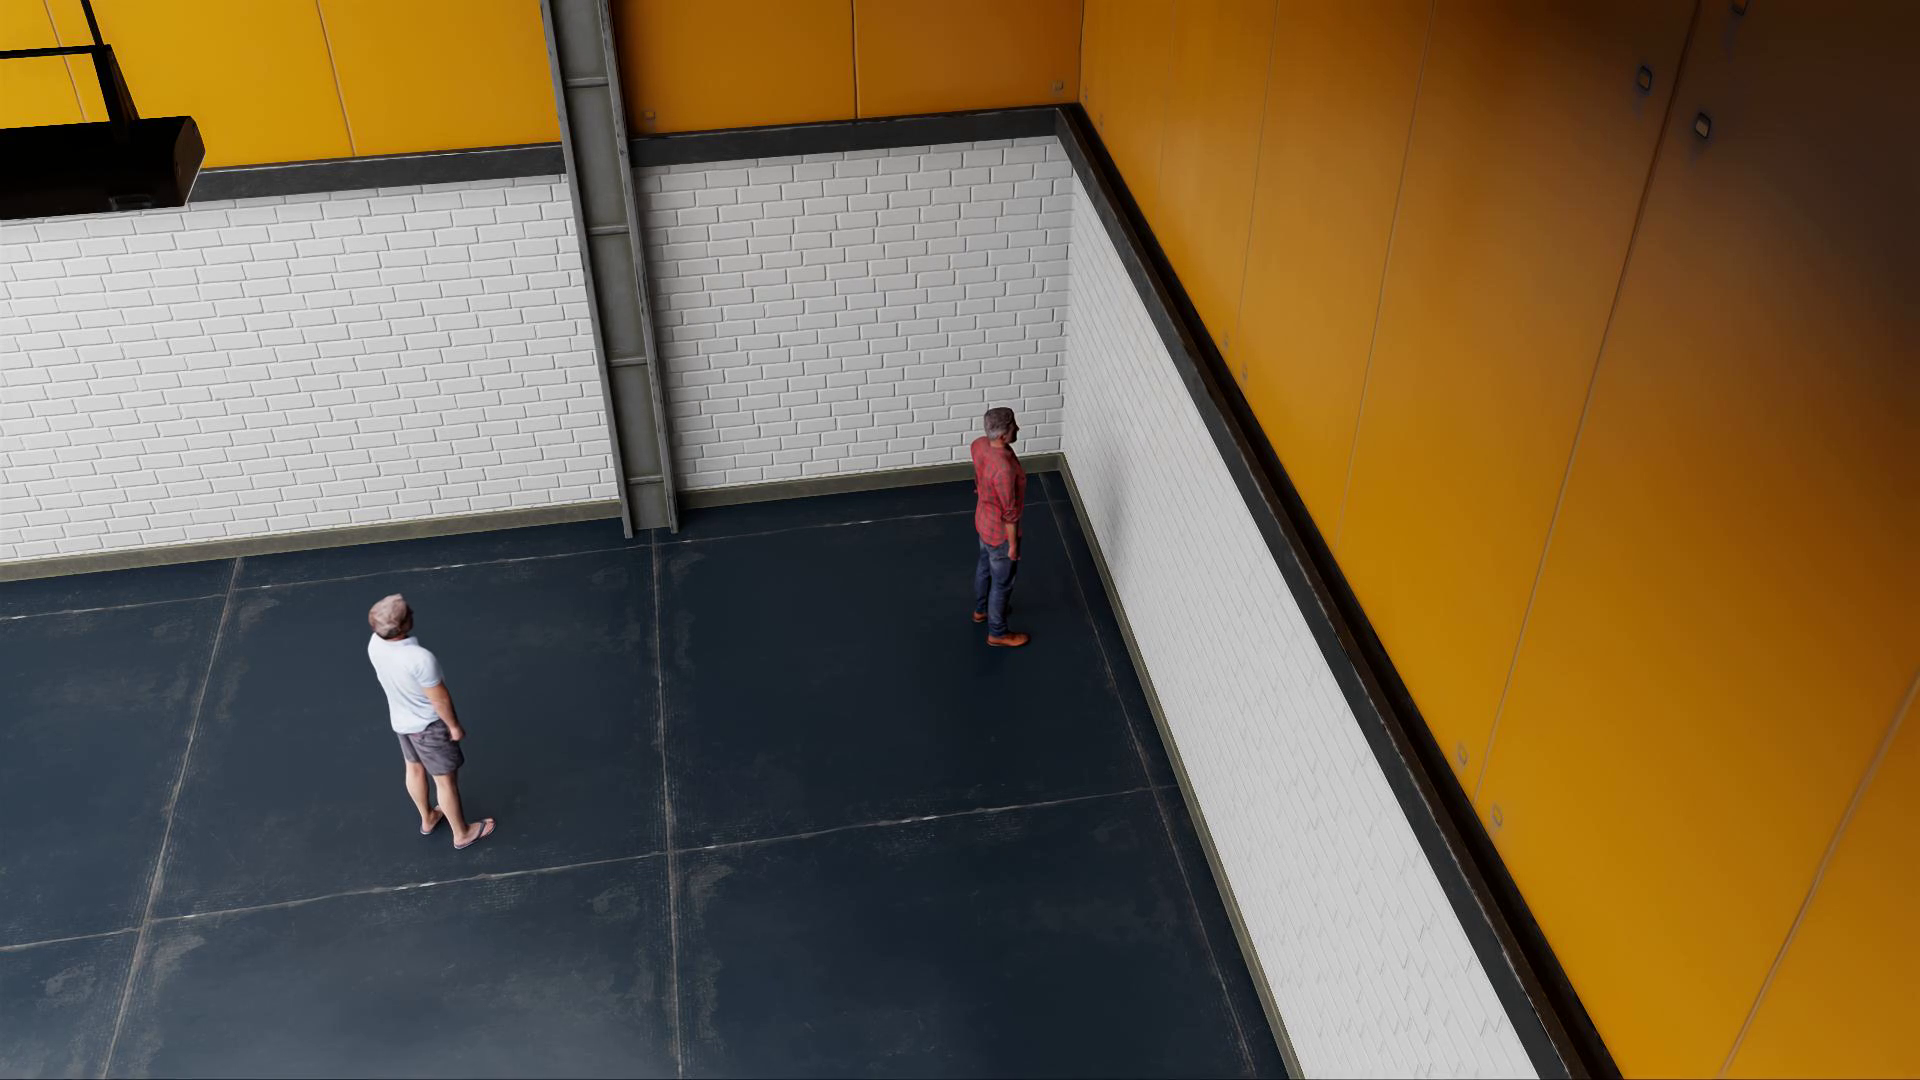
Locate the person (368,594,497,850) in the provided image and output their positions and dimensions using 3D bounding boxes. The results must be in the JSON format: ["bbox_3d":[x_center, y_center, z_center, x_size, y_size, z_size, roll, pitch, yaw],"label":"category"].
[{"bbox_3d":[-3.111,1.047,9.564,0.729,1.832,0.797,22,44,25],"label":"person"}]

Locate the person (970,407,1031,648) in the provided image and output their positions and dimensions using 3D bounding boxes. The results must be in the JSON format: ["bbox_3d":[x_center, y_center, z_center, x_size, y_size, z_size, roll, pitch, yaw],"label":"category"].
[{"bbox_3d":[0.249,-0.102,11.003,0.610,1.831,0.719,-13,40,-16],"label":"person"}]
